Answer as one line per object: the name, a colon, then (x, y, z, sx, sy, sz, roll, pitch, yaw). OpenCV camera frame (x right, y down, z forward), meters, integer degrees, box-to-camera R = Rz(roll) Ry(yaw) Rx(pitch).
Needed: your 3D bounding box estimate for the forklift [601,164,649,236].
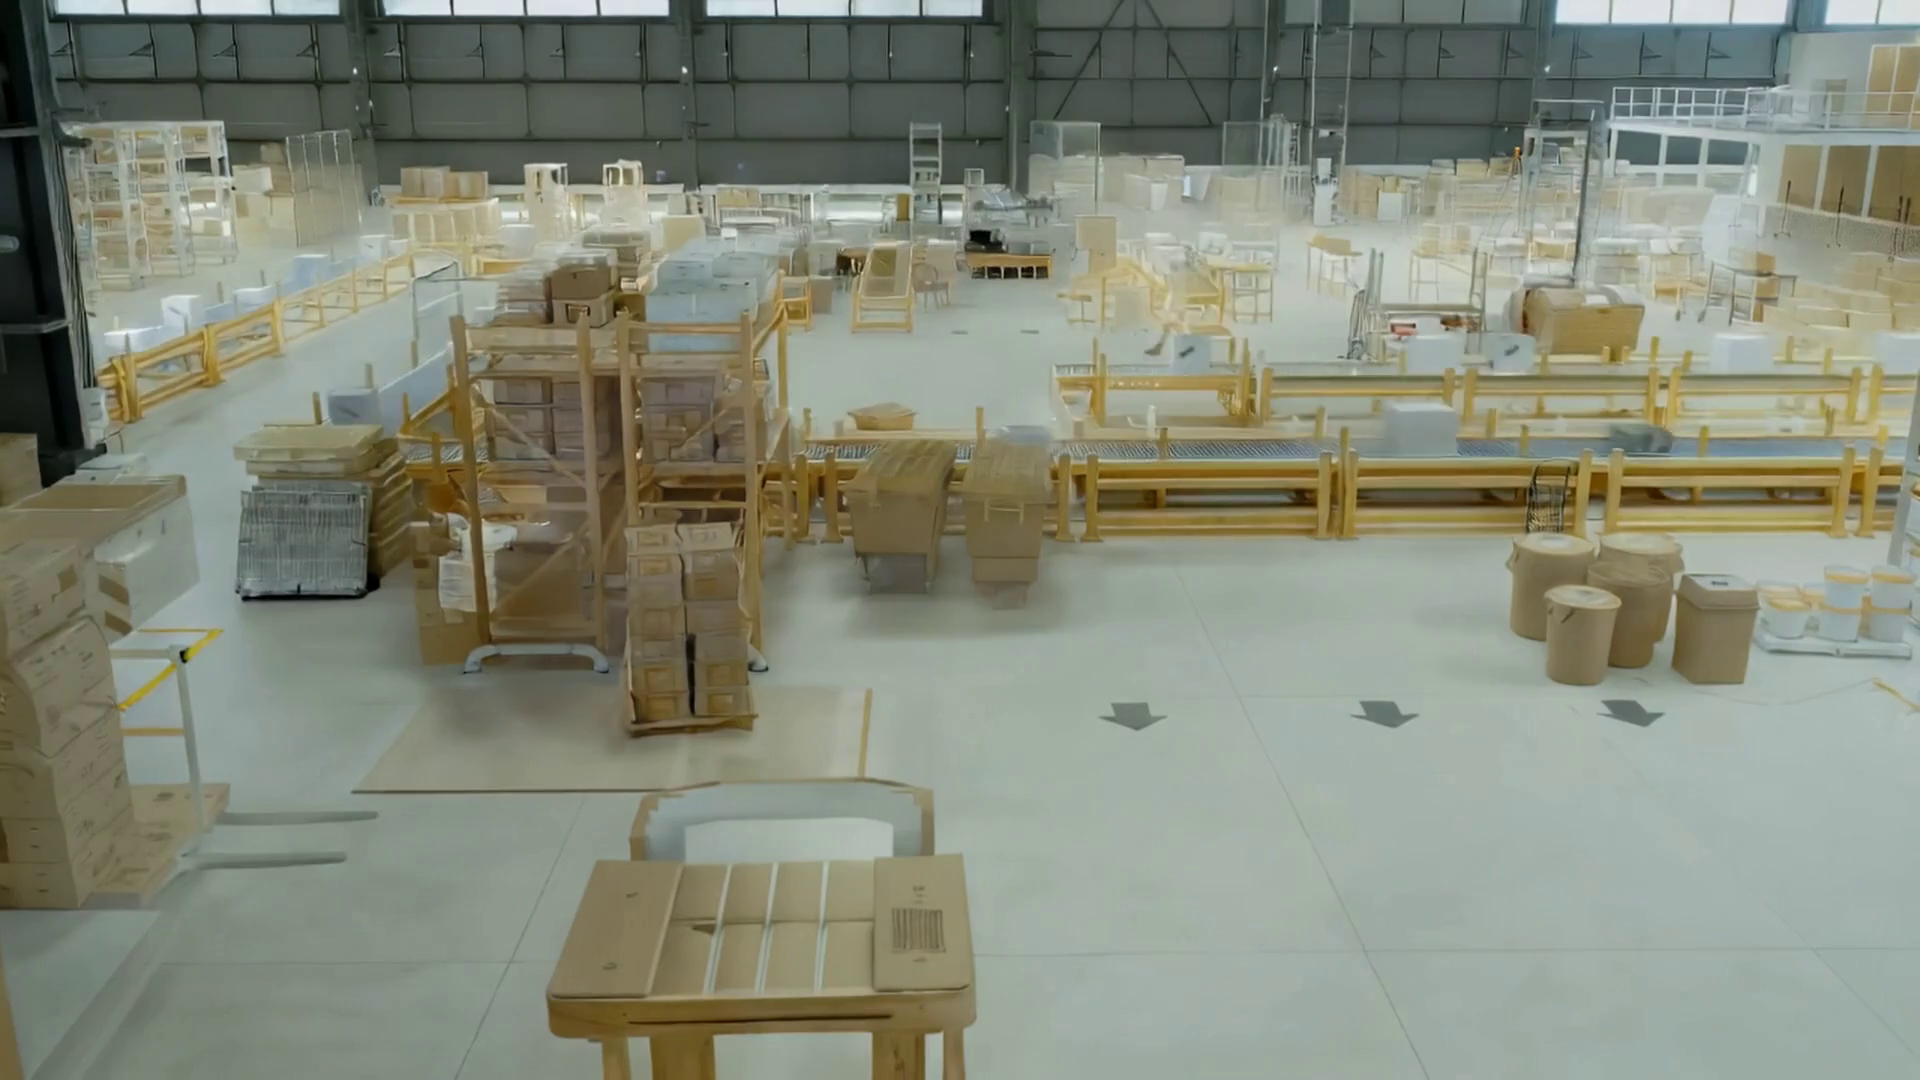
forklift: (-9.948, -10.127, 49.296, 1.157, 1.987, 2.680, -1, 16, -3)

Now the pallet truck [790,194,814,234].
pallet truck: (-4.814, -9.883, 50.259, 0.704, 1.261, 1.522, -1, 16, -3)

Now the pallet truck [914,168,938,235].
pallet truck: (-0.989, -10.316, 50.507, 0.823, 1.965, 1.885, 1, 16, 3)

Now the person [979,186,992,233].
person: (0.724, -8.002, 42.439, 0.893, 2.015, 0.617, 3, 16, 9)

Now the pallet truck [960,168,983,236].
pallet truck: (0.383, -10.230, 50.206, 0.823, 1.965, 1.885, -1, 16, -3)

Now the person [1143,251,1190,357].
person: (3.745, -4.090, 29.074, 1.011, 1.881, 0.544, 5, 17, 18)

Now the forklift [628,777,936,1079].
forklift: (-0.542, 2.165, 5.552, 1.129, 2.768, 1.873, -1, 16, -2)

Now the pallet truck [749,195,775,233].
pallet truck: (-6.051, -9.967, 50.660, 0.680, 1.201, 1.601, 0, 16, -1)

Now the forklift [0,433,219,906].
forklift: (-5.952, 0.780, 10.366, 1.873, 2.768, 1.129, 0, 16, -1)

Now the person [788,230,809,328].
person: (-3.172, -5.110, 32.603, 0.396, 1.899, 0.644, -1, 16, -2)

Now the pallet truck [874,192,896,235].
pallet truck: (-2.277, -9.986, 50.594, 0.653, 1.274, 1.630, 0, 16, -1)

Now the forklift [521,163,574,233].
forklift: (-12.233, -10.122, 49.298, 1.157, 1.987, 2.680, 0, 16, -1)

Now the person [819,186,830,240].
person: (-3.716, -8.868, 45.890, 0.329, 1.765, 0.526, -6, 17, -19)
